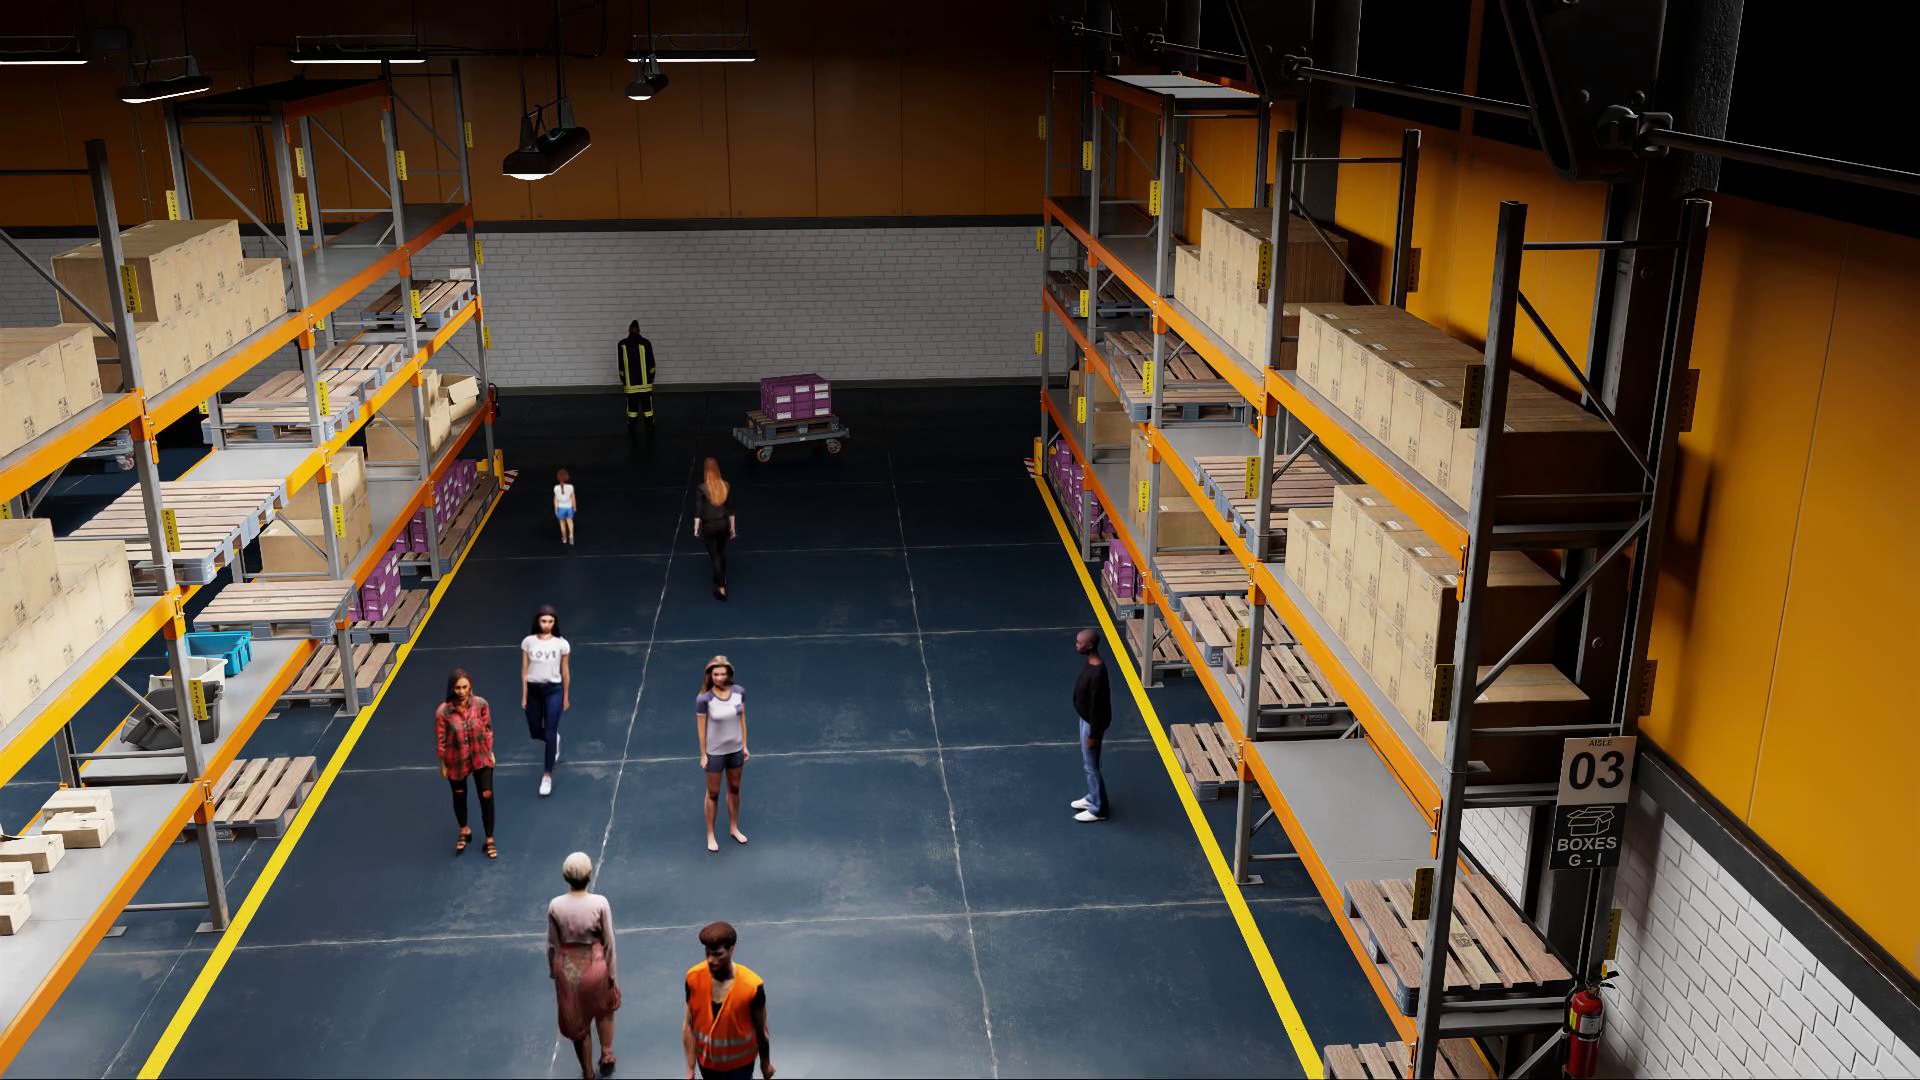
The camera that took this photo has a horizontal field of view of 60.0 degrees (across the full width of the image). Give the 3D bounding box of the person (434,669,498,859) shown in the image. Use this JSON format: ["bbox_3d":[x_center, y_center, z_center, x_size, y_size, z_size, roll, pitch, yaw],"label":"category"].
[{"bbox_3d":[-4.122,1.822,13.887,0.765,1.684,0.852,-6,20,-19],"label":"person"}]

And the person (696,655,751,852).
[{"bbox_3d":[-1.998,1.762,13.994,0.670,1.730,0.673,-10,21,-28],"label":"person"}]

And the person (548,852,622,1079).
[{"bbox_3d":[-2.453,2.855,10.827,0.636,1.680,0.684,-4,19,-11],"label":"person"}]

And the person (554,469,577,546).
[{"bbox_3d":[-5.126,-0.411,21.574,0.519,1.010,0.698,-7,20,-19],"label":"person"}]

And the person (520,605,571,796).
[{"bbox_3d":[-3.742,1.391,15.055,0.660,1.755,0.921,0,19,1],"label":"person"}]

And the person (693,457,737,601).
[{"bbox_3d":[-2.844,-0.108,19.608,0.829,1.690,0.948,-12,22,-32],"label":"person"}]

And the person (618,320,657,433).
[{"bbox_3d":[-5.234,-2.669,26.955,0.736,1.855,0.662,-2,19,-6],"label":"person"}]

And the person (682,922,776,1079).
[{"bbox_3d":[-1.359,3.057,9.967,0.970,1.846,1.273,7,20,19],"label":"person"}]

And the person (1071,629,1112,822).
[{"bbox_3d":[1.170,1.593,14.478,0.651,1.741,0.457,-2,19,-6],"label":"person"}]
